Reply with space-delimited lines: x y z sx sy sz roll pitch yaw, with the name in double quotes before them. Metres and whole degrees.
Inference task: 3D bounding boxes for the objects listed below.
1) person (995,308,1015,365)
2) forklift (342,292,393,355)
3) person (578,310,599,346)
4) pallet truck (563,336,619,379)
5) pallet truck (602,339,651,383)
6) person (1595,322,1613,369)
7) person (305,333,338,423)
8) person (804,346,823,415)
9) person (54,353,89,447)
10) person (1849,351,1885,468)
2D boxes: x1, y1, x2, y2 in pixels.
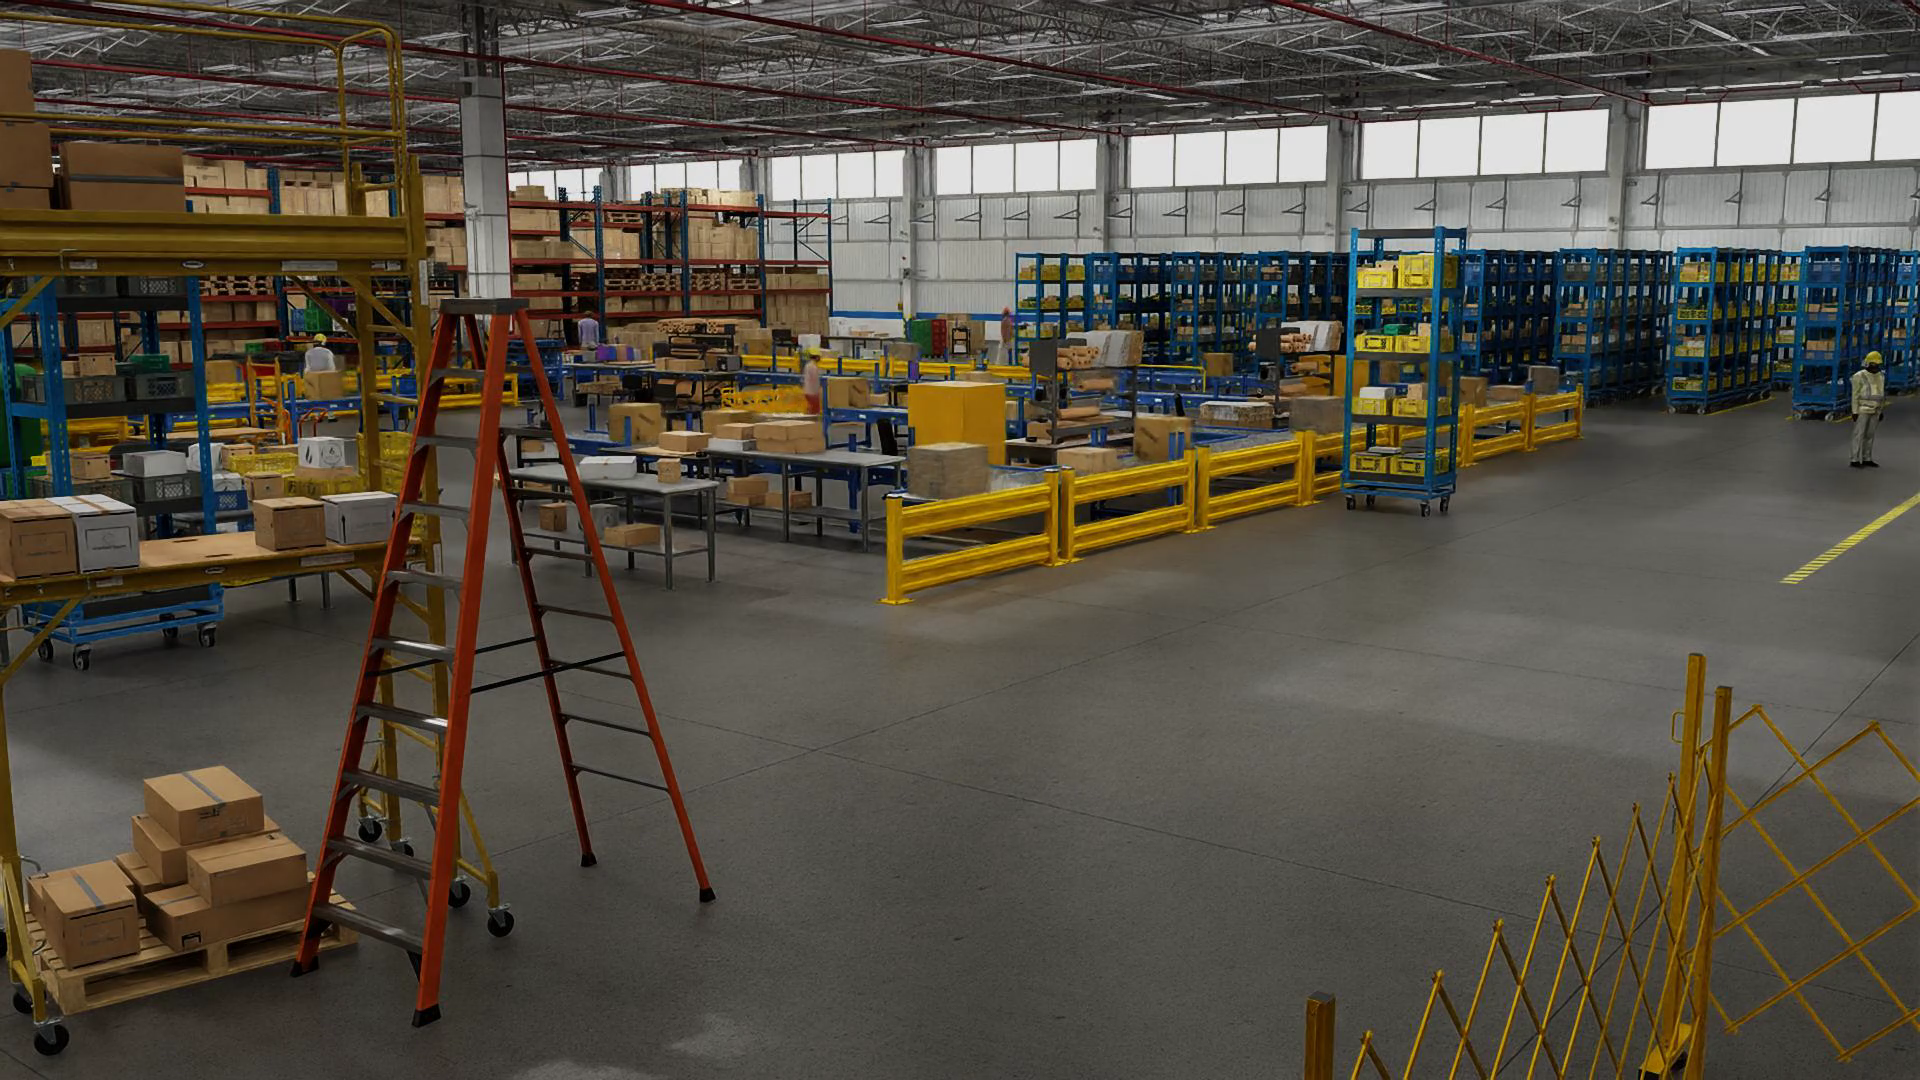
"person" 1.491 -6.540 53.809 0.824 1.947 0.608 5 11 30
"forklift" -16.485 -5.622 45.120 1.129 2.768 1.873 7 11 37
"person" -11.305 -6.030 50.645 0.625 1.931 0.378 -1 9 -5
"pallet truck" -10.690 -5.294 48.215 1.601 1.201 0.680 -5 10 -26
"pallet truck" -8.991 -4.871 45.351 0.653 1.274 1.630 7 11 37
"person" 17.161 -4.972 44.390 0.571 1.816 0.724 -8 12 -43
"person" -12.945 -3.273 33.753 0.588 1.823 0.403 1 9 3
"person" -2.629 -2.600 29.757 0.414 1.750 0.540 -5 10 -26
"person" -15.458 -2.418 28.885 0.547 1.657 0.798 8 12 40
"person" 14.189 -2.029 25.964 0.601 1.828 0.404 -3 10 -20
